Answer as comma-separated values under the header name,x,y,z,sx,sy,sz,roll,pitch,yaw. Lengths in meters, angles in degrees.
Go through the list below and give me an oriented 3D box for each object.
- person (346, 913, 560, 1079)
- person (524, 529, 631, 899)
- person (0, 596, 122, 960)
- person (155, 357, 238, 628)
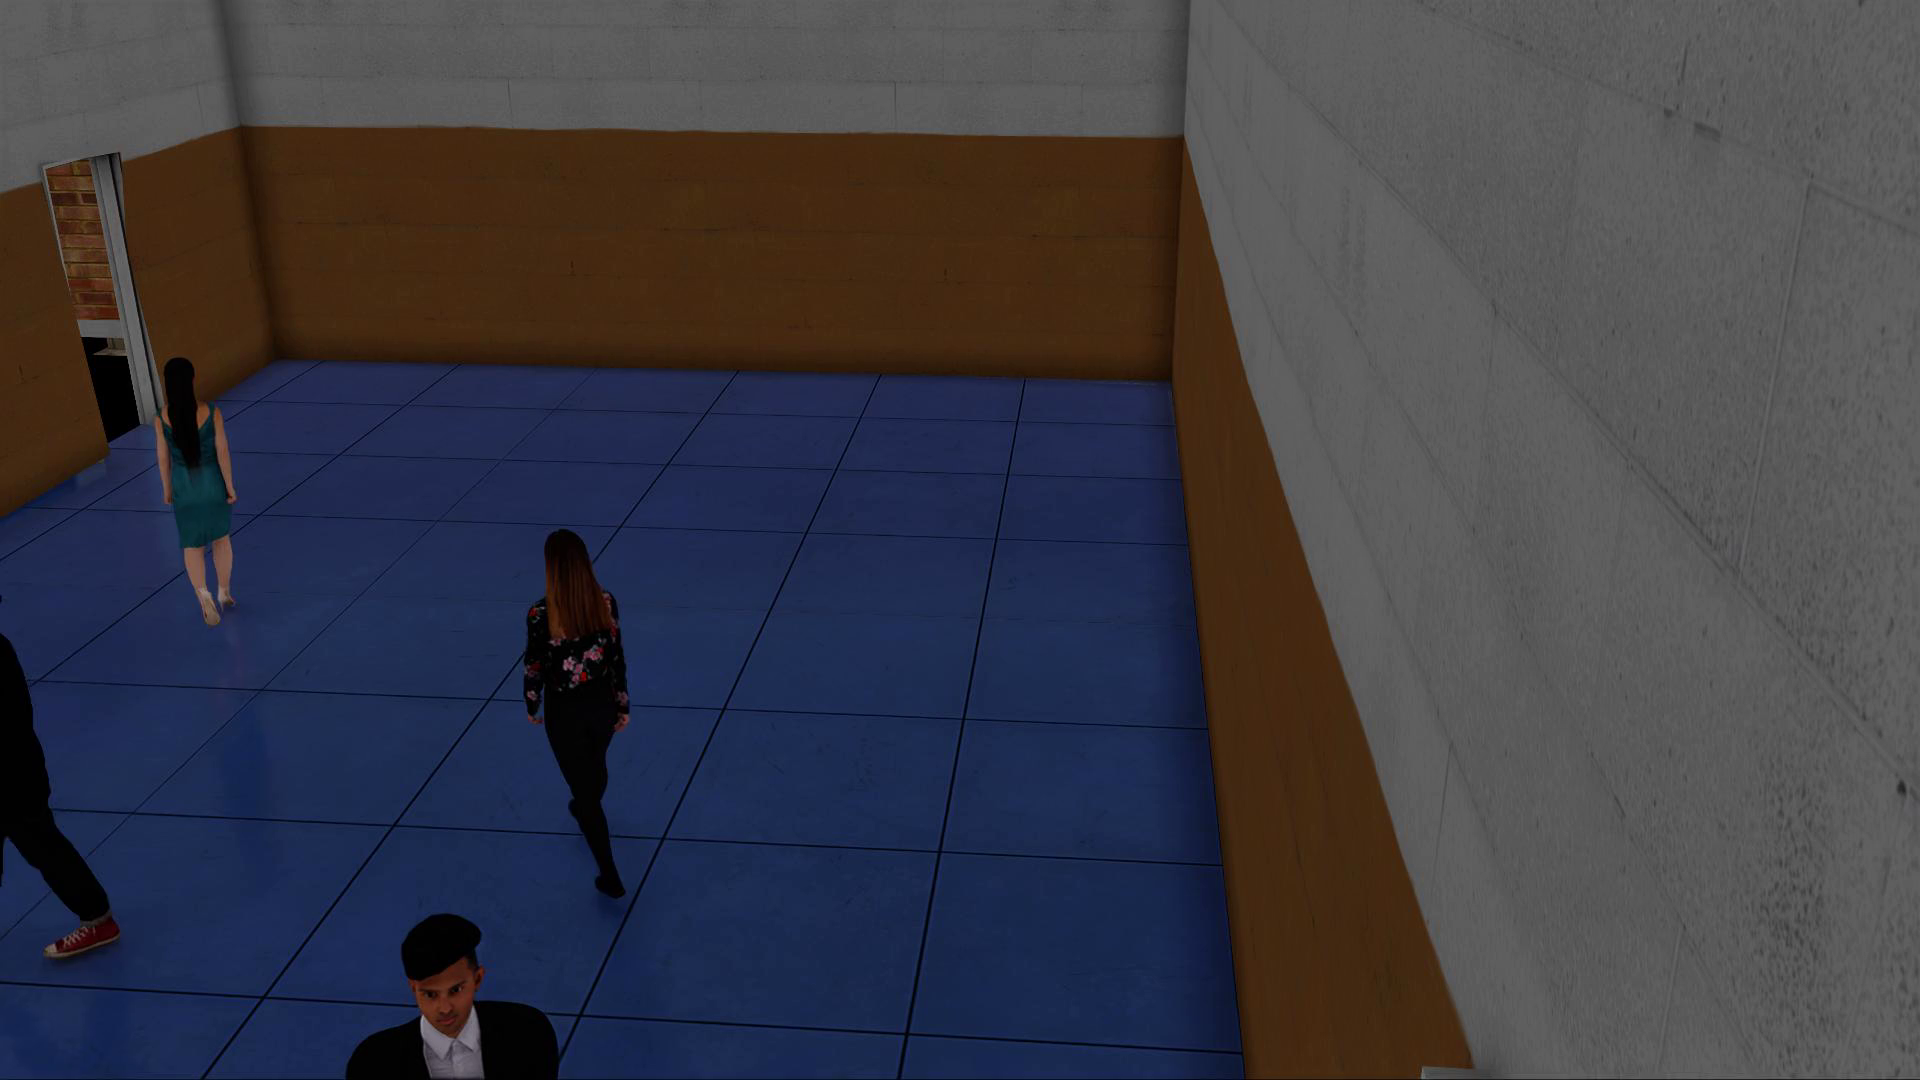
name,x,y,z,sx,sy,sz,roll,pitch,yaw
person,-1.311,1.815,4.497,0.670,1.884,0.830,-8,23,-20
person,-1.643,0.801,7.353,1.100,1.636,1.075,-13,25,-30
person,-3.809,0.967,6.820,1.110,1.725,0.990,-13,26,-30
person,-4.527,-0.239,9.905,0.985,1.662,0.897,-9,23,-20
